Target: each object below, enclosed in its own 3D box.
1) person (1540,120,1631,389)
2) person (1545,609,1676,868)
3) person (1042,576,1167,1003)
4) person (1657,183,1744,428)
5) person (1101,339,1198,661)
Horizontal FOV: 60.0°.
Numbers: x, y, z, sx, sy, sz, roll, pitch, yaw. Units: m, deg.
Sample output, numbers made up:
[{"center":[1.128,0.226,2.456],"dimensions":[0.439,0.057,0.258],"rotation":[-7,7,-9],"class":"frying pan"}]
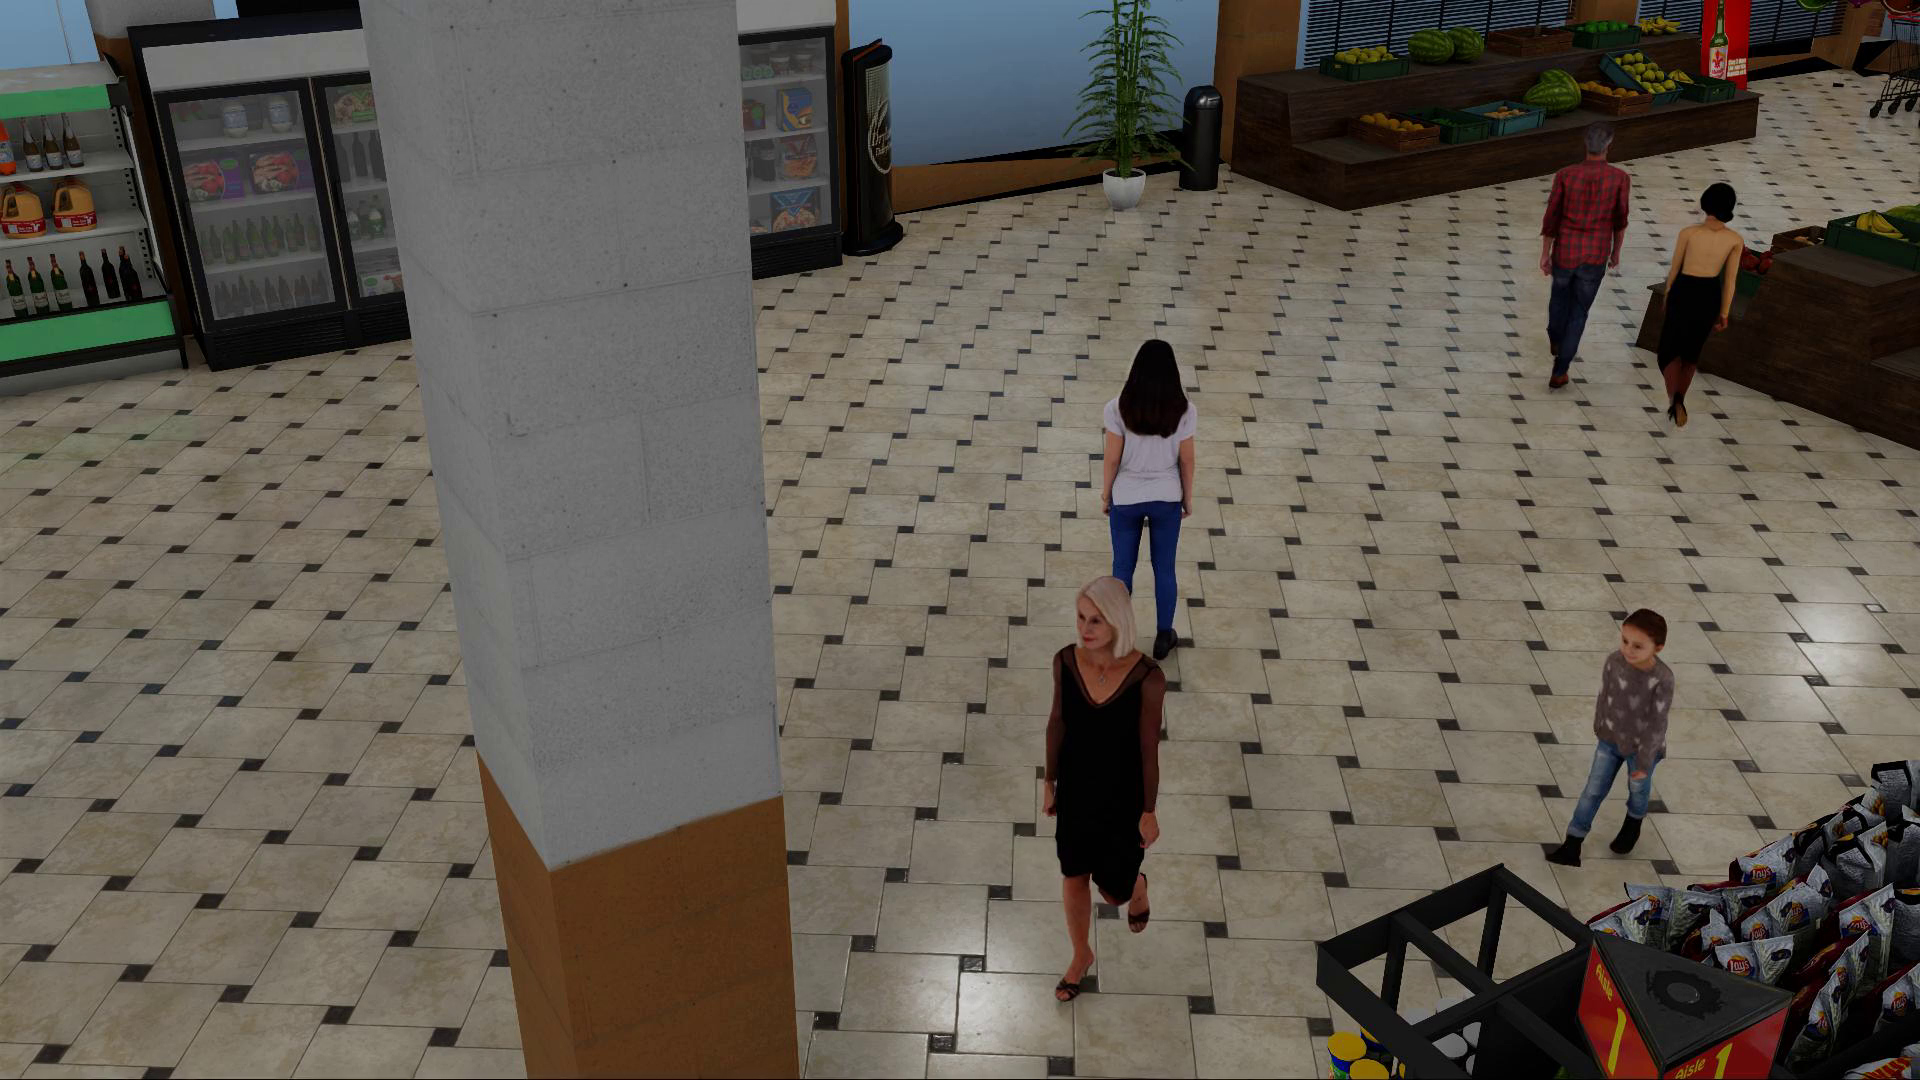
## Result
[{"center":[4.270,-1.930,11.497],"dimensions":[1.081,1.789,1.281],"rotation":[15,30,26],"class":"person"},{"center":[2.774,0.803,6.800],"dimensions":[0.841,1.161,0.591],"rotation":[-23,35,-38],"class":"person"},{"center":[0.555,0.886,6.004],"dimensions":[0.803,1.734,0.891],"rotation":[15,31,28],"class":"person"},{"center":[4.728,-1.457,10.736],"dimensions":[0.914,1.632,0.962],"rotation":[7,28,13],"class":"person"},{"center":[0.912,-0.170,8.140],"dimensions":[0.644,1.685,0.742],"rotation":[2,27,4],"class":"person"}]
